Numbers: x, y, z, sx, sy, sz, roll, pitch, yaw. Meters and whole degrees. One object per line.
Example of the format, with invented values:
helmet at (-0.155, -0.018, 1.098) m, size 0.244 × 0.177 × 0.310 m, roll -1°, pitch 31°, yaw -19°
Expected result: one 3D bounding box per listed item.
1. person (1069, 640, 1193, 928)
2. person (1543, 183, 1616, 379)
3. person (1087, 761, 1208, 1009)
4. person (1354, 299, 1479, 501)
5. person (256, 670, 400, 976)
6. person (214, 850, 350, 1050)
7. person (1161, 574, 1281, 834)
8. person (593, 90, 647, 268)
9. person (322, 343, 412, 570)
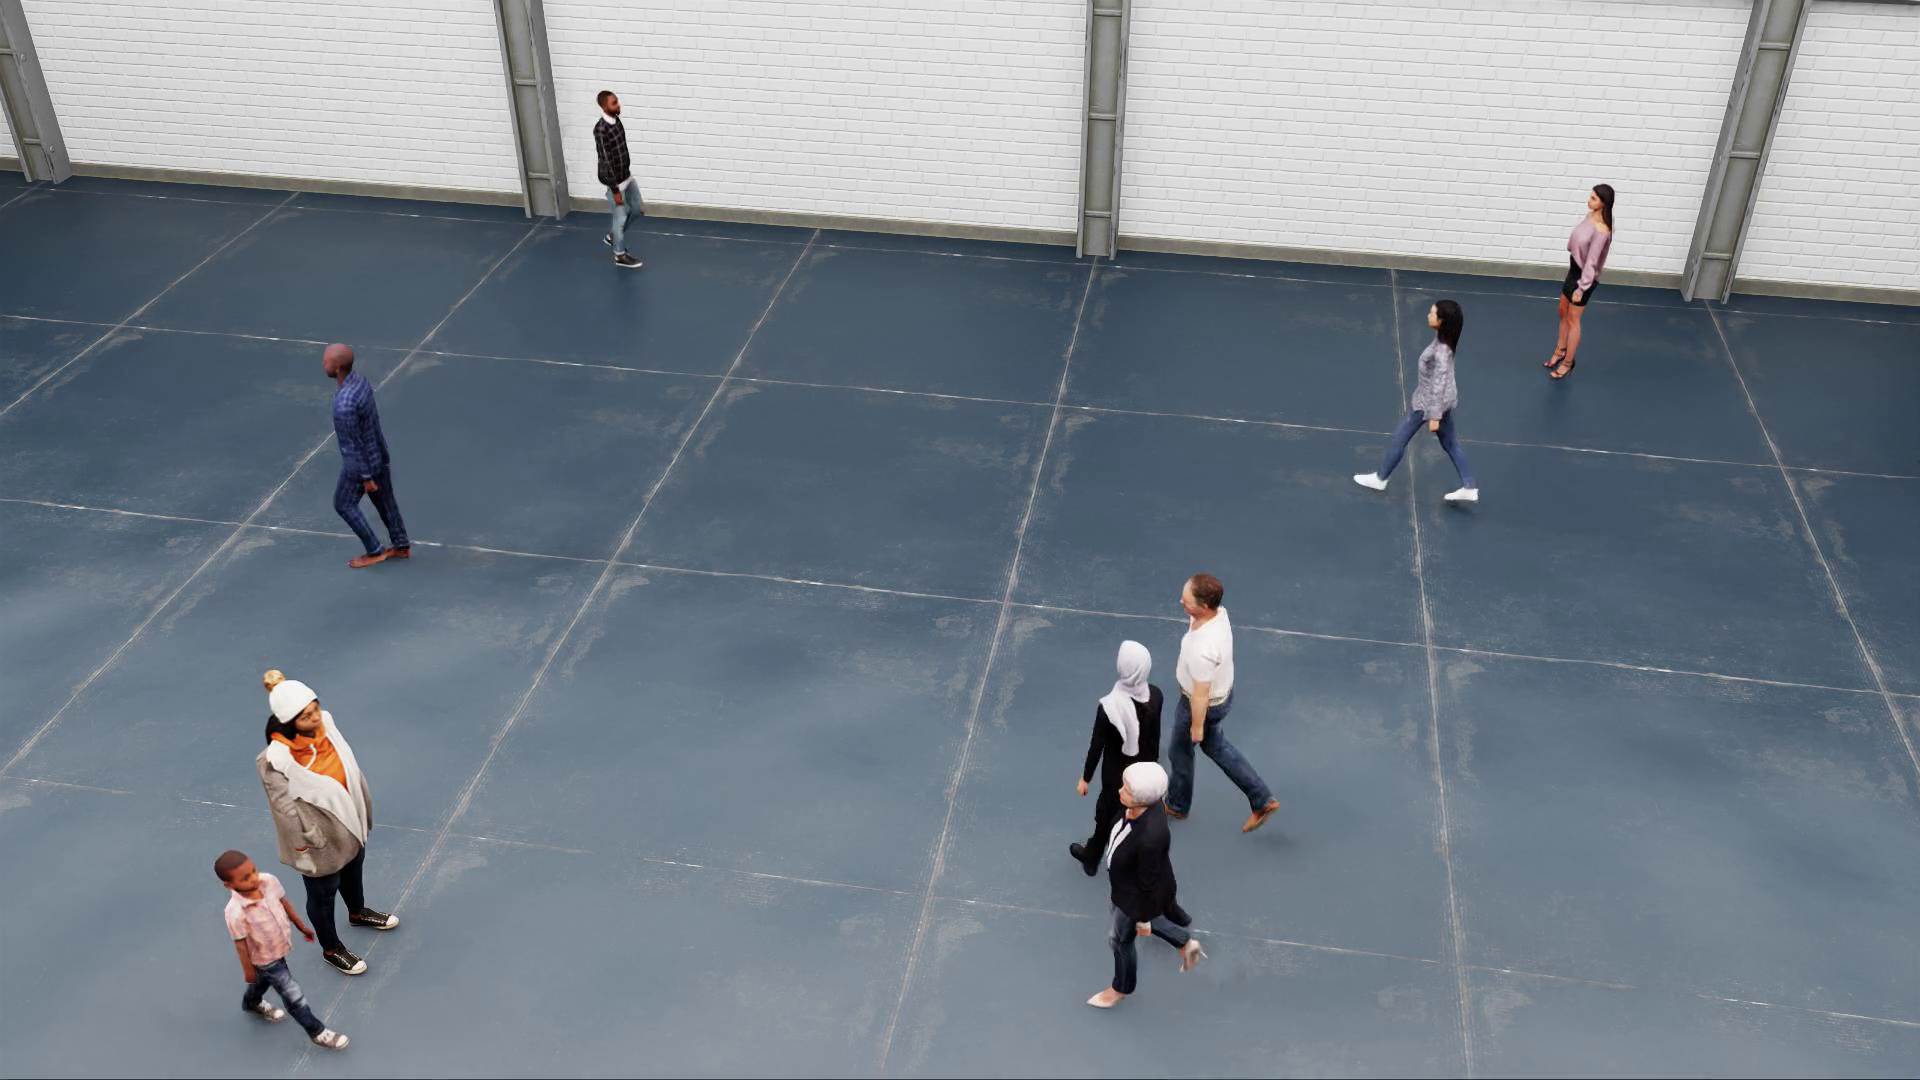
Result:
person at (0.979, 1.393, 9.108) m, size 1.100 × 1.732 × 1.243 m, roll -26°, pitch 42°, yaw -34°
person at (5.463, -2.252, 14.521) m, size 0.568 × 1.810 × 0.674 m, roll 1°, pitch 34°, yaw 2°
person at (0.999, 1.747, 8.561) m, size 0.899 × 1.761 × 0.798 m, roll 1°, pitch 34°, yaw 2°
person at (3.726, -1.010, 12.769) m, size 1.265 × 1.680 × 0.873 m, roll 15°, pitch 37°, yaw 22°
person at (-3.404, 1.471, 8.847) m, size 0.671 × 1.890 × 0.693 m, roll 8°, pitch 34°, yaw 12°
person at (-3.589, 2.059, 8.506) m, size 0.887 × 1.289 × 0.524 m, roll 7°, pitch 34°, yaw 11°
person at (1.515, 0.976, 9.652) m, size 1.154 × 1.823 × 0.859 m, roll 12°, pitch 35°, yaw 17°
person at (-3.491, -3.577, 16.515) m, size 0.744 × 1.809 × 0.708 m, roll 9°, pitch 35°, yaw 13°
person at (-4.240, -0.613, 12.060) m, size 0.731 × 1.805 × 0.717 m, roll -1°, pitch 34°, yaw -1°
